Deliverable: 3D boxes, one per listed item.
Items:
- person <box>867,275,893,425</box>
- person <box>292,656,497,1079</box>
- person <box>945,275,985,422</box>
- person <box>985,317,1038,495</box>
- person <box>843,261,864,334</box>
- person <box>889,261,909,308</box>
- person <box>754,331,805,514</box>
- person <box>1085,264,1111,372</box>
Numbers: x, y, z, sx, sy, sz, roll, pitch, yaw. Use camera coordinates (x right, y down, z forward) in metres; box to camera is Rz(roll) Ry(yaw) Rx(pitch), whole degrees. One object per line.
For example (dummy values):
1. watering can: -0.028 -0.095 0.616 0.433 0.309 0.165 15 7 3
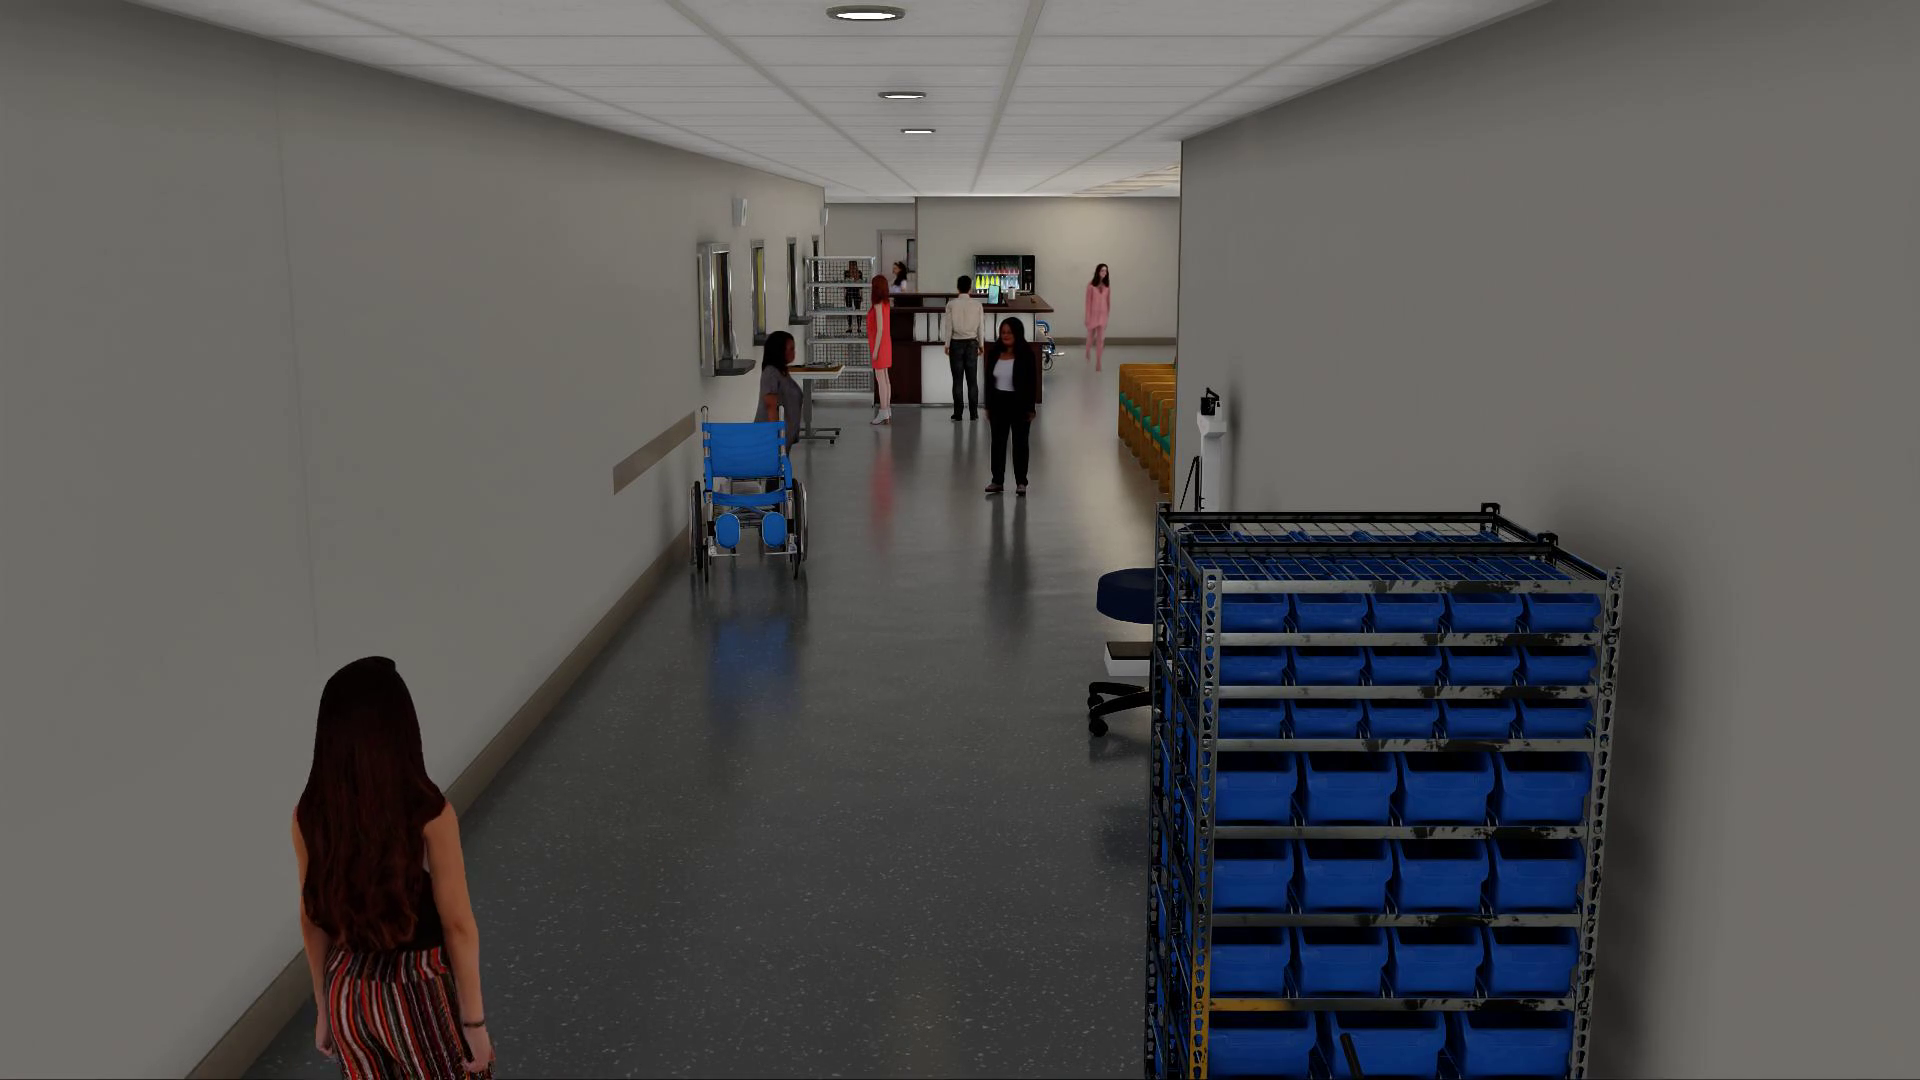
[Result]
1. person: -0.980 -2.358 20.577 0.555 1.827 0.634 2 11 10
2. person: -1.222 1.018 3.509 0.736 1.558 0.700 2 11 10
3. person: 0.048 -2.419 20.948 0.531 1.809 0.760 -2 11 -9
4. person: 0.465 -1.225 15.172 0.665 1.616 0.777 3 11 18
5. person: -2.433 -5.562 37.776 0.555 1.710 0.719 -3 11 -14
6. person: -0.990 -3.880 28.711 1.240 1.786 0.966 -5 12 -23
7. person: -1.497 -0.882 13.399 0.652 1.604 0.639 -1 11 -3
8. person: 2.268 -3.718 27.887 1.005 1.774 0.820 -2 11 -11
